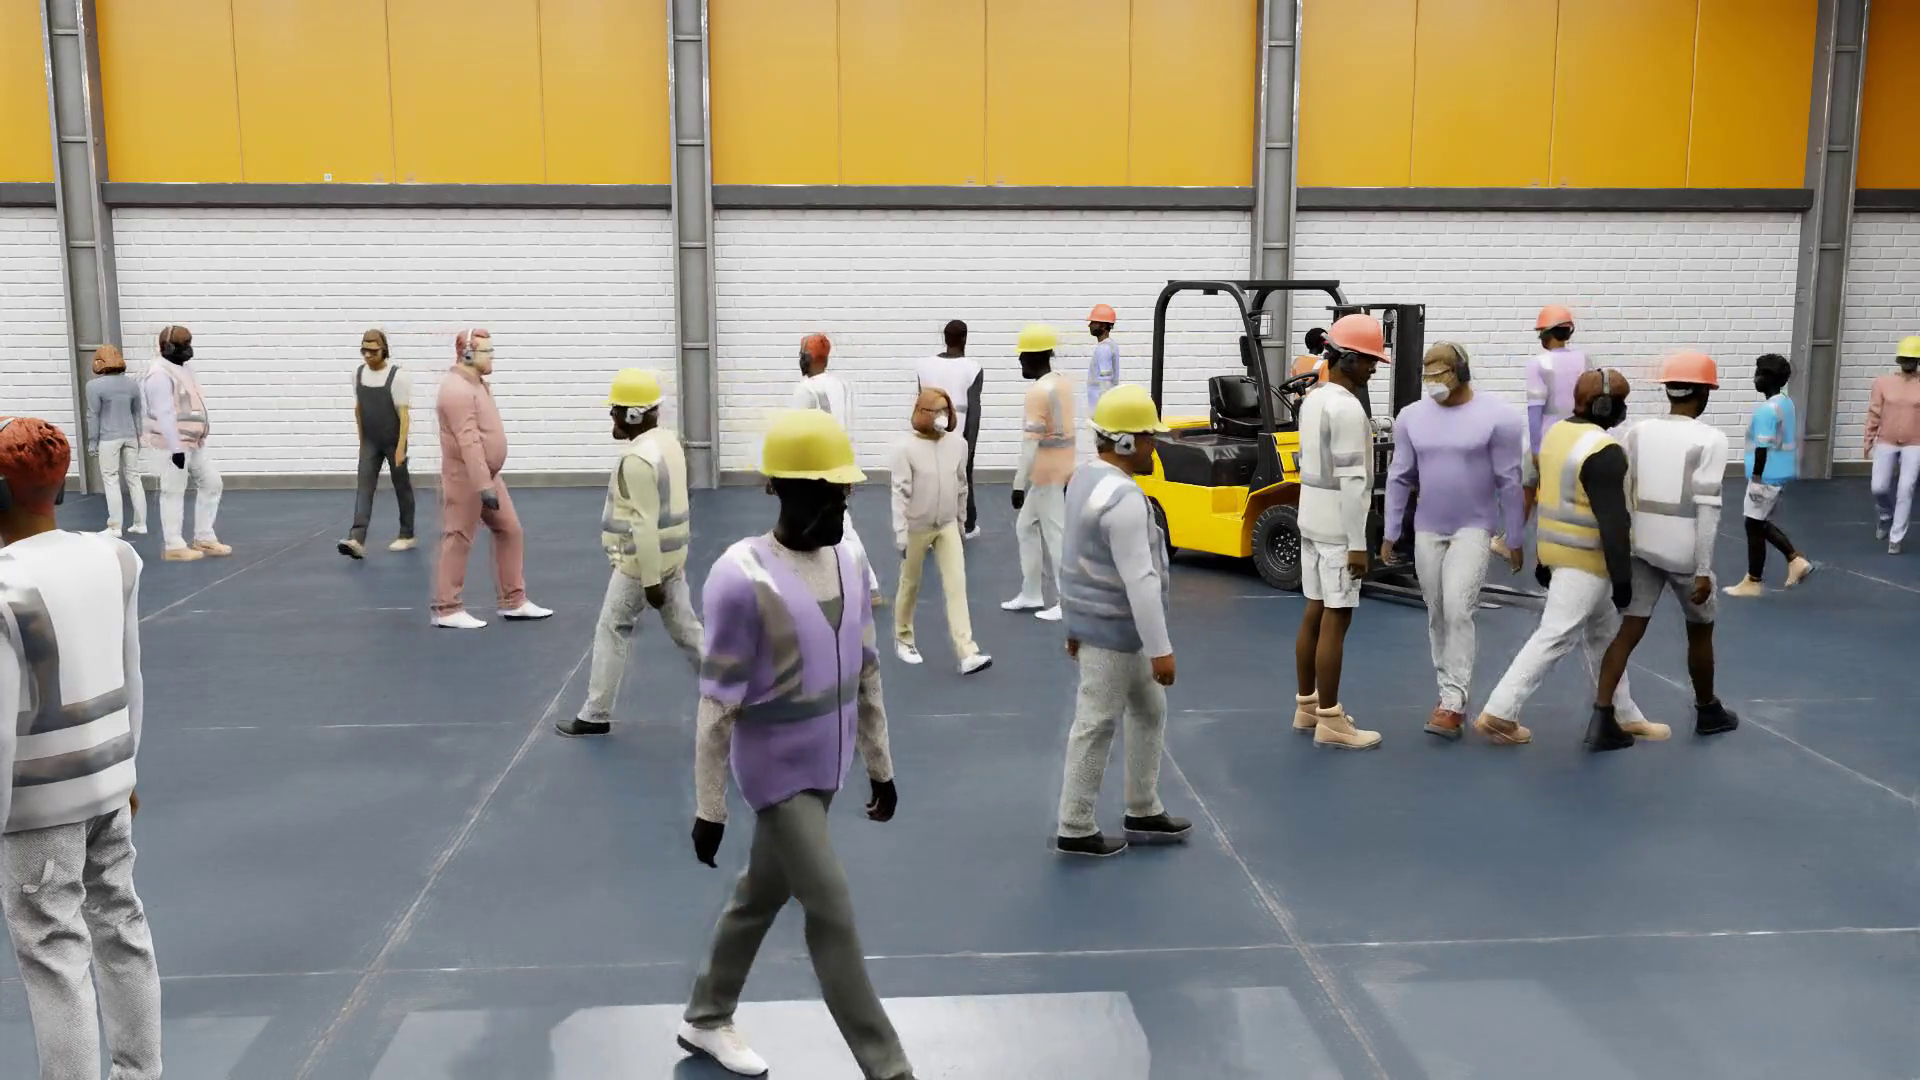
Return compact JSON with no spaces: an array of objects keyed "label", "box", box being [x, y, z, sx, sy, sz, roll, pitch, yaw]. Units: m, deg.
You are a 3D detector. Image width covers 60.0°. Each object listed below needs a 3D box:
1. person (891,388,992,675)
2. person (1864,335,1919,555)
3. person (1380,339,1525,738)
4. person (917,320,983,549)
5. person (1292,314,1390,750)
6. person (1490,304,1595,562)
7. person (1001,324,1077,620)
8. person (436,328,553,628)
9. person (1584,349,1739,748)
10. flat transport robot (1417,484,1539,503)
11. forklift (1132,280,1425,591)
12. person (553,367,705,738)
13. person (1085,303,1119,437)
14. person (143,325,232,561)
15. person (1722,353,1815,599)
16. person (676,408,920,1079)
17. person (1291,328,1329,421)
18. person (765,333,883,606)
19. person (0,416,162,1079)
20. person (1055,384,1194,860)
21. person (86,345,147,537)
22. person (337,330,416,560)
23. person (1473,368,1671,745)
[{"label":"person","box":[-0.133,-0.045,9.225,0.522,1.583,0.869,-5,10,-29]},{"label":"person","box":[7.530,-0.764,13.293,0.530,1.748,0.517,7,11,37]},{"label":"person","box":[2.315,-0.004,8.003,0.661,1.901,0.838,7,12,39]},{"label":"person","box":[-0.091,-0.869,13.630,0.589,1.864,1.051,3,9,16]},{"label":"person","box":[1.797,-0.041,7.838,0.395,2.033,0.605,-1,9,-7]},{"label":"person","box":[4.401,-0.760,12.466,0.612,1.988,1.044,-3,9,-17]},{"label":"person","box":[0.480,-0.426,10.664,0.726,1.897,0.610,3,9,17]},{"label":"person","box":[-2.925,-0.368,10.386,0.818,1.879,0.651,0,9,0]},{"label":"person","box":[3.322,0.044,7.822,1.010,1.880,0.550,-6,11,-34]},{"label":"flat transport robot","box":[4.997,-0.492,16.186,1.431,0.197,0.652,-1,9,-9]},{"label":"forklift","box":[2.301,-0.860,12.475,1.214,2.155,2.313,-6,11,-35]},{"label":"person","box":[-1.450,0.072,7.916,0.930,1.792,0.590,1,9,9]},{"label":"person","box":[1.361,-1.302,16.040,0.347,1.943,0.545,1,9,9]},{"label":"person","box":[-5.940,-0.736,12.851,0.603,1.825,0.666,0,9,-3]},{"label":"person","box":[5.516,-0.423,11.299,0.448,1.686,0.548,8,12,41]},{"label":"person","box":[-0.400,0.590,4.374,1.017,1.875,0.604,5,10,29]},{"label":"person","box":[3.549,-1.296,16.794,0.319,1.690,0.531,-5,10,-29]},{"label":"person","box":[-0.963,-0.461,11.139,1.044,1.828,0.585,3,9,17]},{"label":"person","box":[-2.203,0.639,4.042,0.355,1.882,0.573,2,9,9]},{"label":"person","box":[0.678,0.322,6.247,0.706,1.805,0.611,-1,9,-7]},{"label":"person","box":[-7.161,-0.837,14.122,0.281,1.624,0.494,4,10,25]},{"label":"person","box":[-4.553,-0.740,12.992,0.527,1.784,0.990,1,9,9]},{"label":"person","box":[2.880,0.093,7.773,0.952,1.798,0.649,0,9,0]}]
